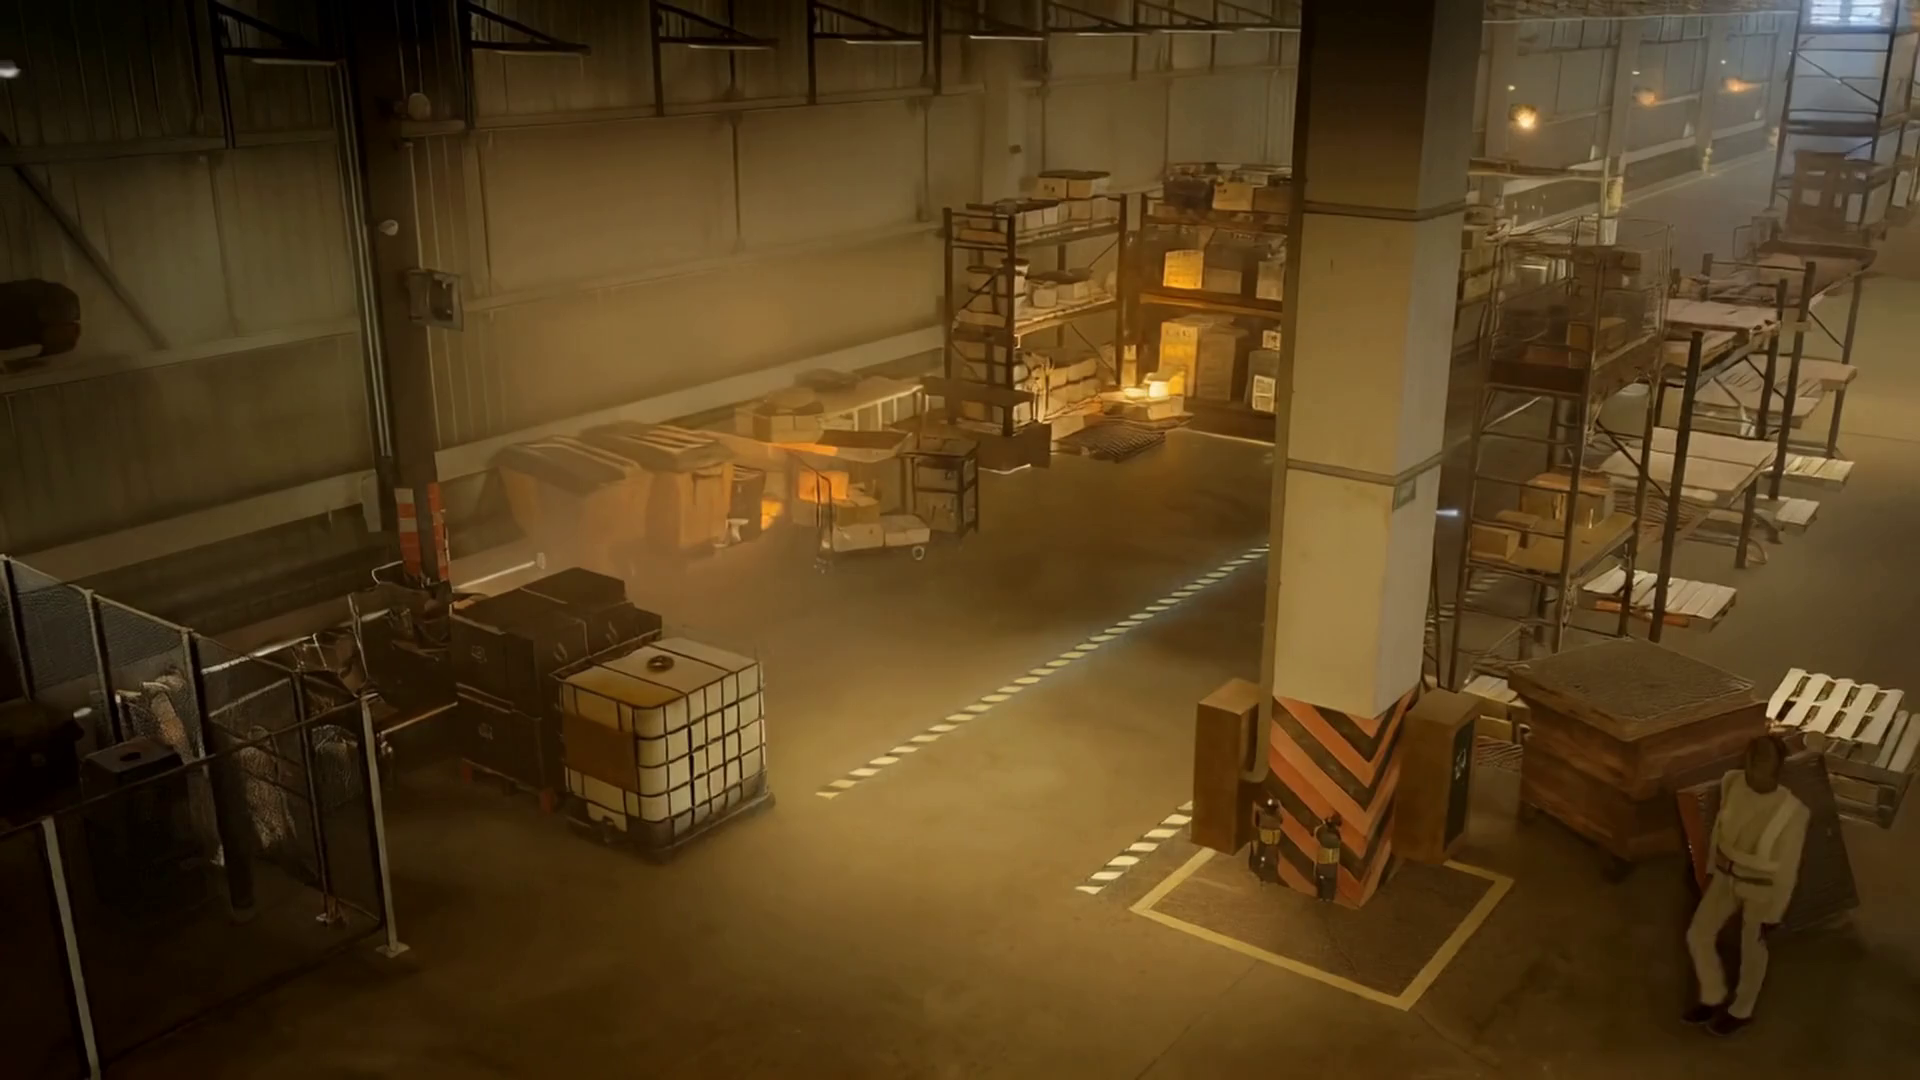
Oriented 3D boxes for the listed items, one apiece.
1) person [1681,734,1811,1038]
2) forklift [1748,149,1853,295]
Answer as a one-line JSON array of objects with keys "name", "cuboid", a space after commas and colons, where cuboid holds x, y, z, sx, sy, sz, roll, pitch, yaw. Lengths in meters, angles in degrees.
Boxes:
[{"name": "person", "cuboid": [4.334, 1.948, 9.253, 0.526, 1.867, 0.613, -8, 20, -23]}, {"name": "forklift", "cuboid": [16.691, -6.247, 32.740, 1.873, 2.768, 1.129, -7, 19, -21]}]
